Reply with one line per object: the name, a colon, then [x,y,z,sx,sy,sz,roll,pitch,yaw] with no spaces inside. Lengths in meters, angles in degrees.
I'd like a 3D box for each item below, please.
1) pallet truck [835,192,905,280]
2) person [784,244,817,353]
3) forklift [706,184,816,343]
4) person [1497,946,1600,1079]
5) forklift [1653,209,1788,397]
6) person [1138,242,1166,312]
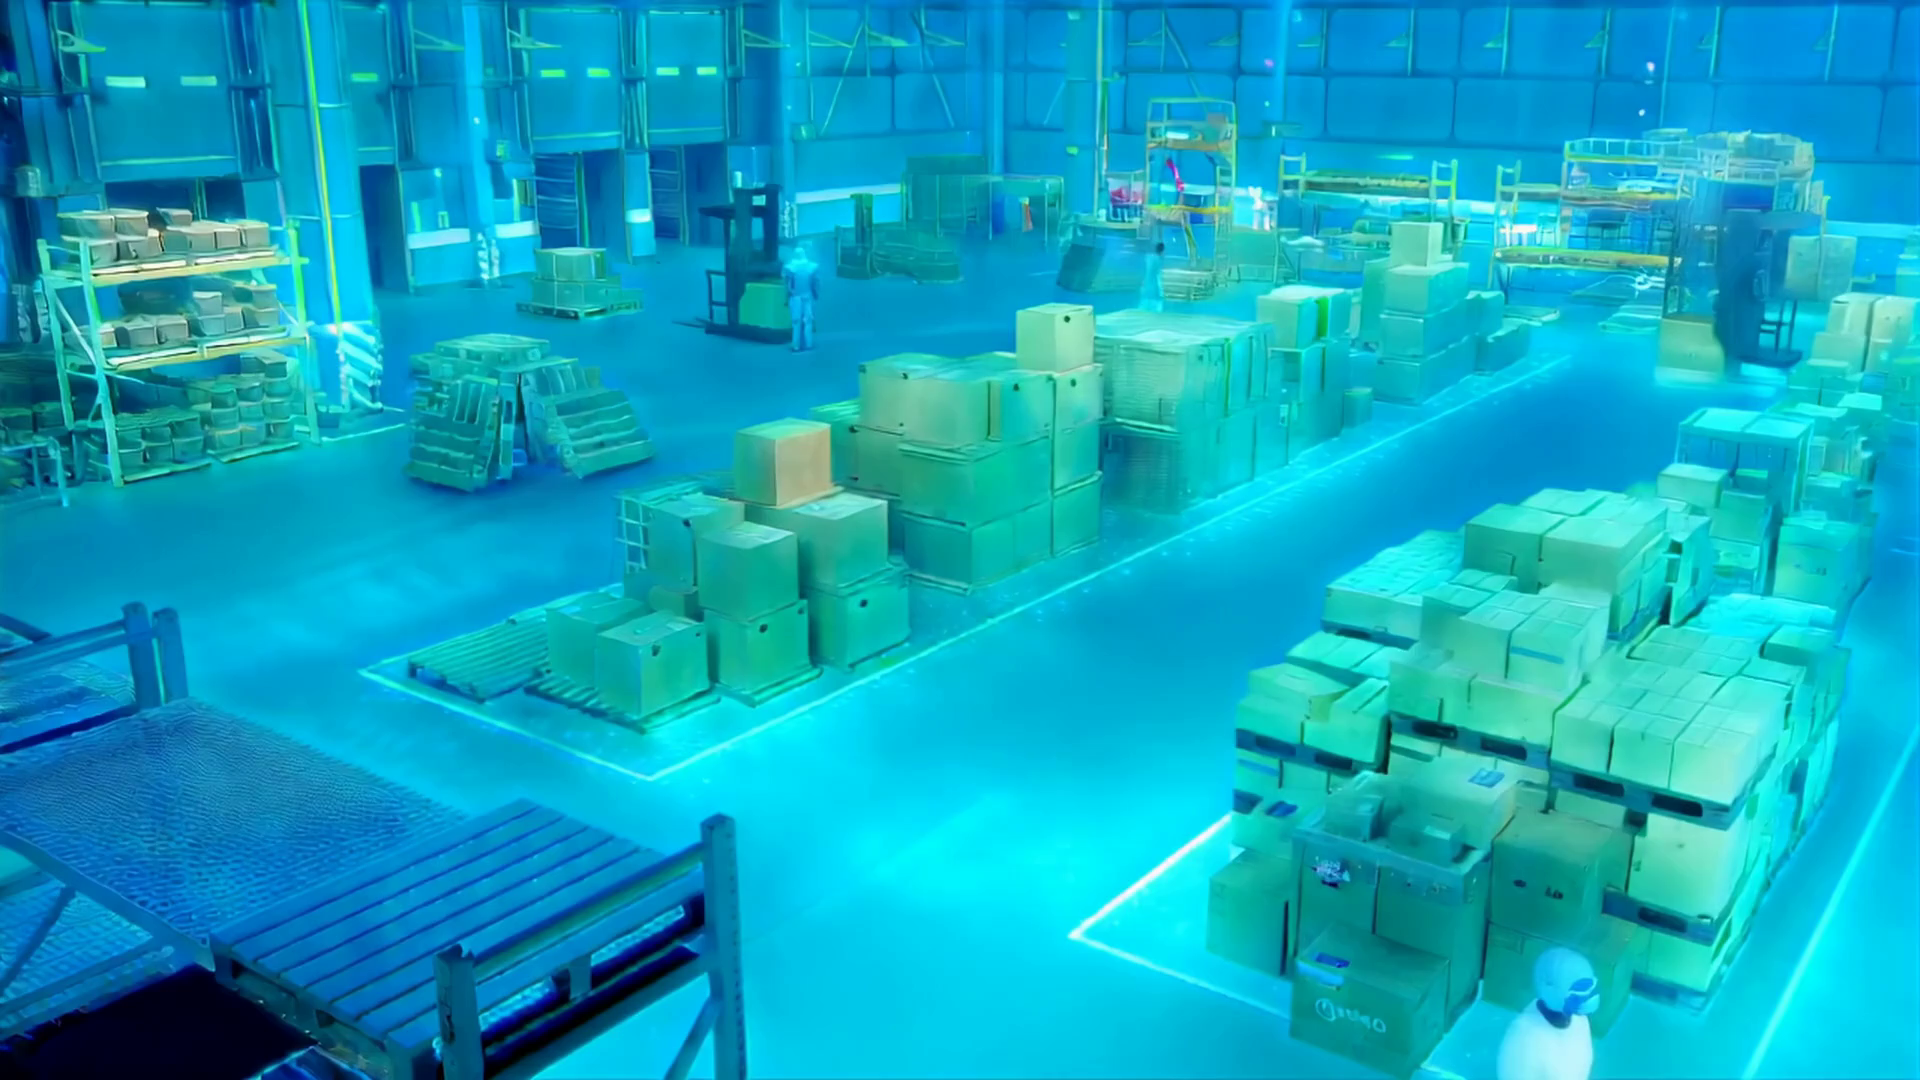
pallet truck: [-1.936,-7.159,38.982,1.885,1.965,0.823,-12,21,-34]
person: [-2.840,-4.308,29.665,0.636,1.931,0.377,-9,19,-28]
forklift: [-3.717,-5.181,30.929,1.873,2.768,1.129,12,21,35]
person: [2.402,2.560,6.901,0.368,1.940,0.632,13,21,36]
forklift: [12.271,-3.827,26.446,1.873,2.768,1.129,12,21,35]
person: [3.776,-4.940,32.218,0.875,1.644,0.533,-10,19,-30]
